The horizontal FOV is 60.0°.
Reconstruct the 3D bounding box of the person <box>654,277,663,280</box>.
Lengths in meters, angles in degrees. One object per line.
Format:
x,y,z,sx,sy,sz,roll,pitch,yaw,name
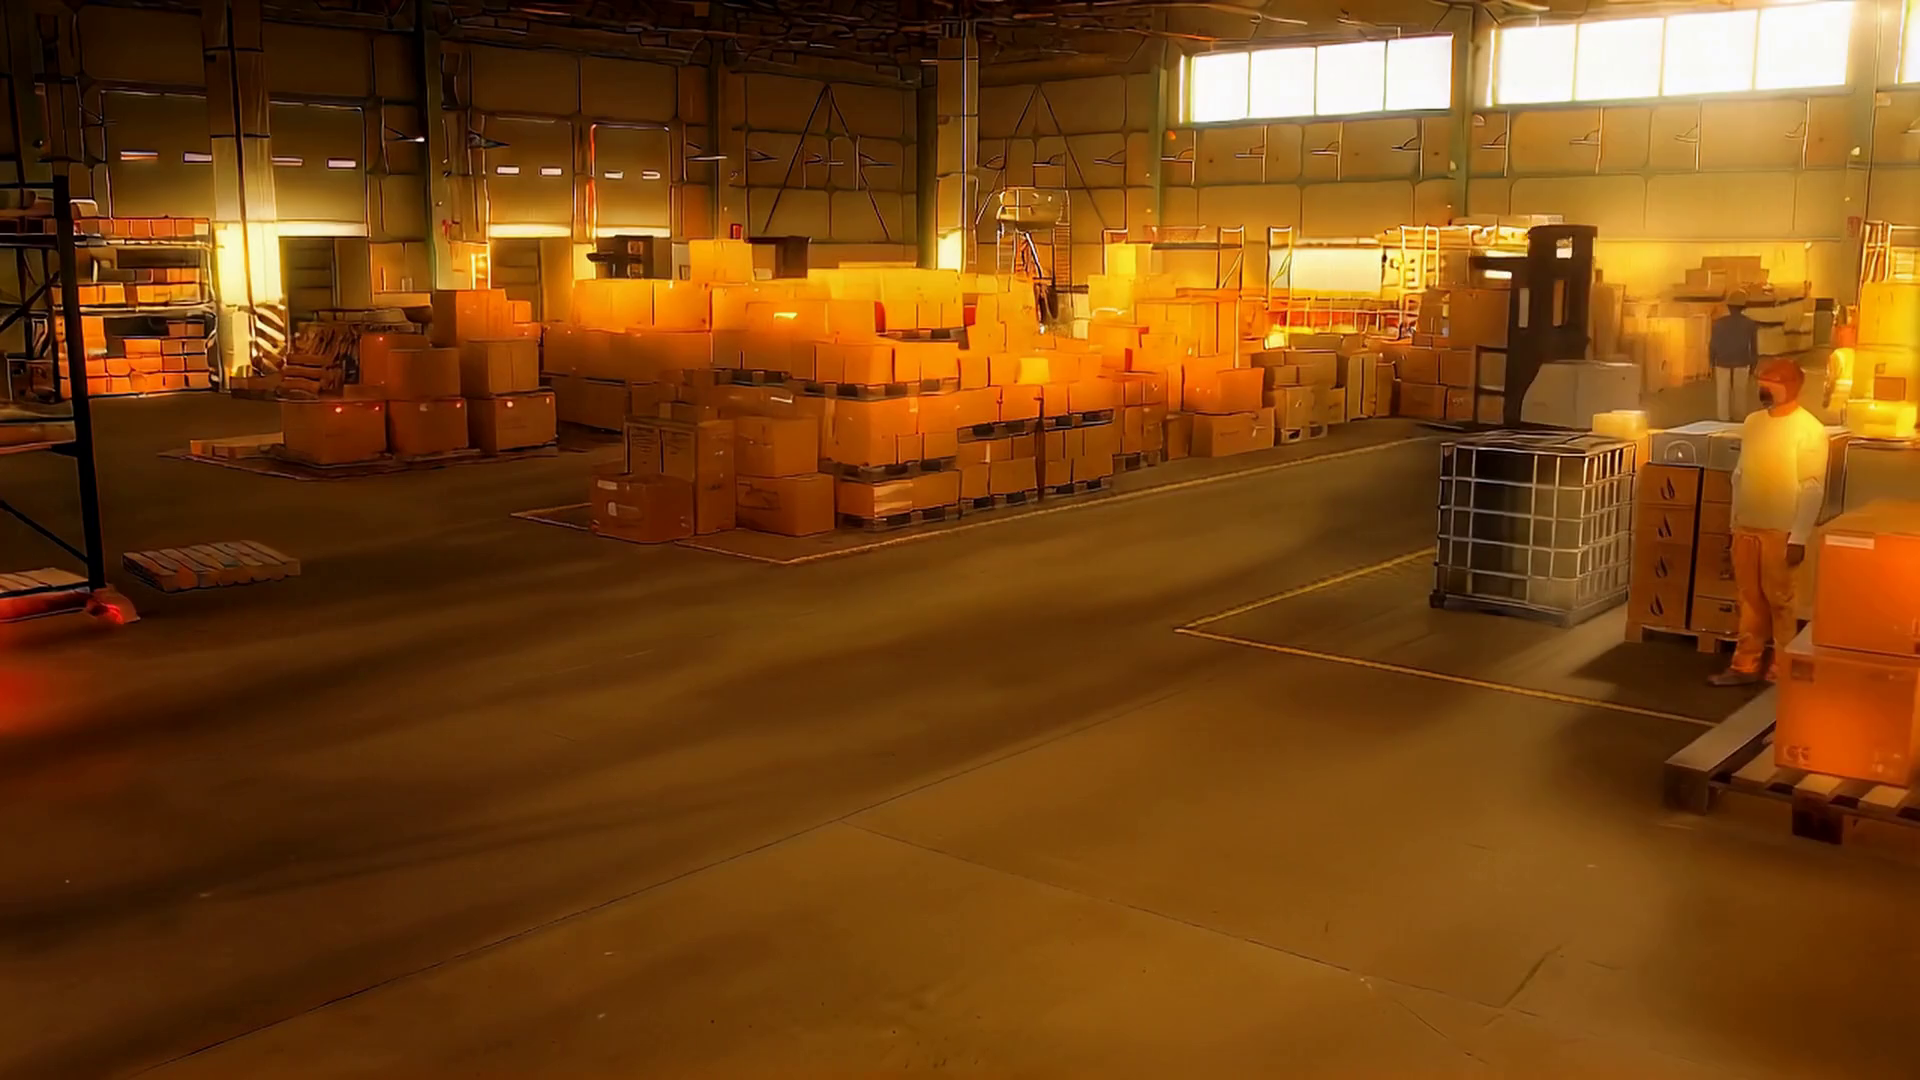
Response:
-6.509,-4.724,36.011,0.639,1.926,0.367,-4,11,-21,person

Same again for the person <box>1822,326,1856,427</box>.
10.206,-1.656,19.340,0.514,1.645,0.309,-9,13,-41,person

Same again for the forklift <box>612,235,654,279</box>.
-7.298,-5.450,37.421,1.873,2.768,1.129,8,13,40,forklift

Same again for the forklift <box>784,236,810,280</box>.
-3.888,-5.888,39.916,1.873,2.768,1.129,2,10,14,forklift

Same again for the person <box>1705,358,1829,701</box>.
4.567,-0.055,9.384,0.372,1.940,0.630,-2,10,-13,person

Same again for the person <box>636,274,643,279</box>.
-7.515,-5.300,39.278,0.375,1.925,0.595,8,13,38,person

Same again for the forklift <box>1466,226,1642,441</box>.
7.683,-2.624,21.333,1.129,2.768,1.873,-7,12,-34,forklift

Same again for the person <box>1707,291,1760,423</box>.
10.432,-2.374,22.473,0.620,1.978,0.496,5,11,28,person

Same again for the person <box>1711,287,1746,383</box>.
14.307,-3.799,31.019,0.624,1.822,0.518,7,12,35,person

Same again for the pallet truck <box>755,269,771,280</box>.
-4.996,-6.432,45.525,1.885,1.965,0.823,-6,12,-32,pallet truck
